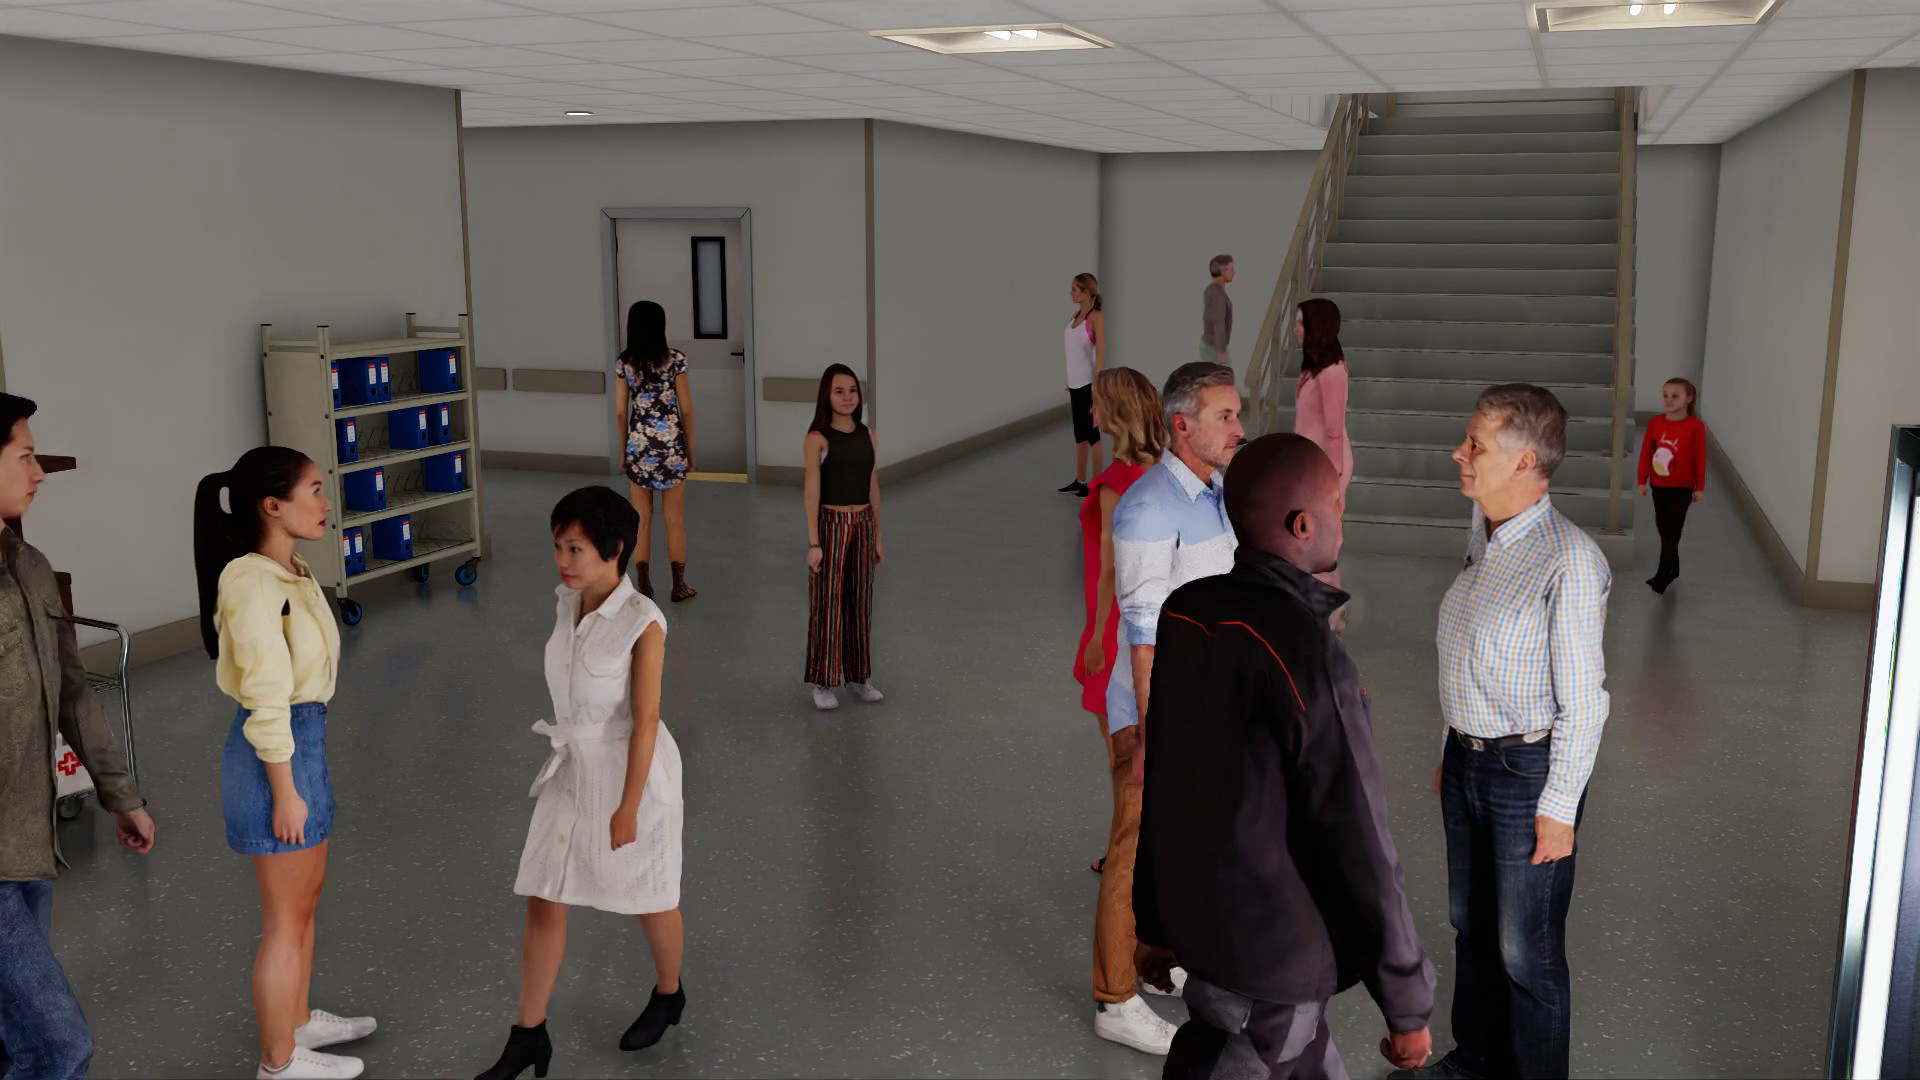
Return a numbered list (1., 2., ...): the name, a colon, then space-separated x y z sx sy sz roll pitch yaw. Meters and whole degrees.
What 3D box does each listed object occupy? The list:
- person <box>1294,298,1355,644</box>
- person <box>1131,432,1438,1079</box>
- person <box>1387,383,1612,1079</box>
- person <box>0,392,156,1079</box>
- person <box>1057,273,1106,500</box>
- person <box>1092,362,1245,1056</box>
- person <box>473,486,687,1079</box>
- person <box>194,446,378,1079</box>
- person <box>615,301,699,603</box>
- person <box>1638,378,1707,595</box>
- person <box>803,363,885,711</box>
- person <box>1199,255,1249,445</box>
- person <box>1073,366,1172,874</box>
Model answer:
1. person: 1.934 -0.320 8.472 0.726 1.785 0.602 1 11 8
2. person: 0.428 0.733 2.922 1.251 1.785 1.235 -4 11 -20
3. person: 1.288 0.534 3.885 0.799 1.817 0.692 -3 11 -14
4. person: -2.029 0.635 3.284 0.902 1.843 0.783 -1 11 -6
5. person: 1.014 -1.232 13.274 0.729 1.786 0.673 -5 12 -25
6. person: 0.559 0.430 4.425 0.784 1.820 0.595 7 13 31
7. person: -0.821 0.614 4.251 0.707 1.523 0.911 8 14 38
8. person: -1.709 0.572 4.183 0.783 1.631 0.688 -3 11 -15
9. person: -1.758 -0.507 9.591 0.657 1.735 0.624 0 11 3
10. person: 4.240 -0.311 9.875 0.738 1.244 0.986 10 15 42
11. person: -0.536 -0.028 7.528 0.622 1.563 0.699 -7 13 -32
12. person: 2.431 -1.847 16.340 0.938 1.853 1.039 0 11 2
13. person: 0.633 0.294 5.428 0.626 1.713 0.676 4 12 22
